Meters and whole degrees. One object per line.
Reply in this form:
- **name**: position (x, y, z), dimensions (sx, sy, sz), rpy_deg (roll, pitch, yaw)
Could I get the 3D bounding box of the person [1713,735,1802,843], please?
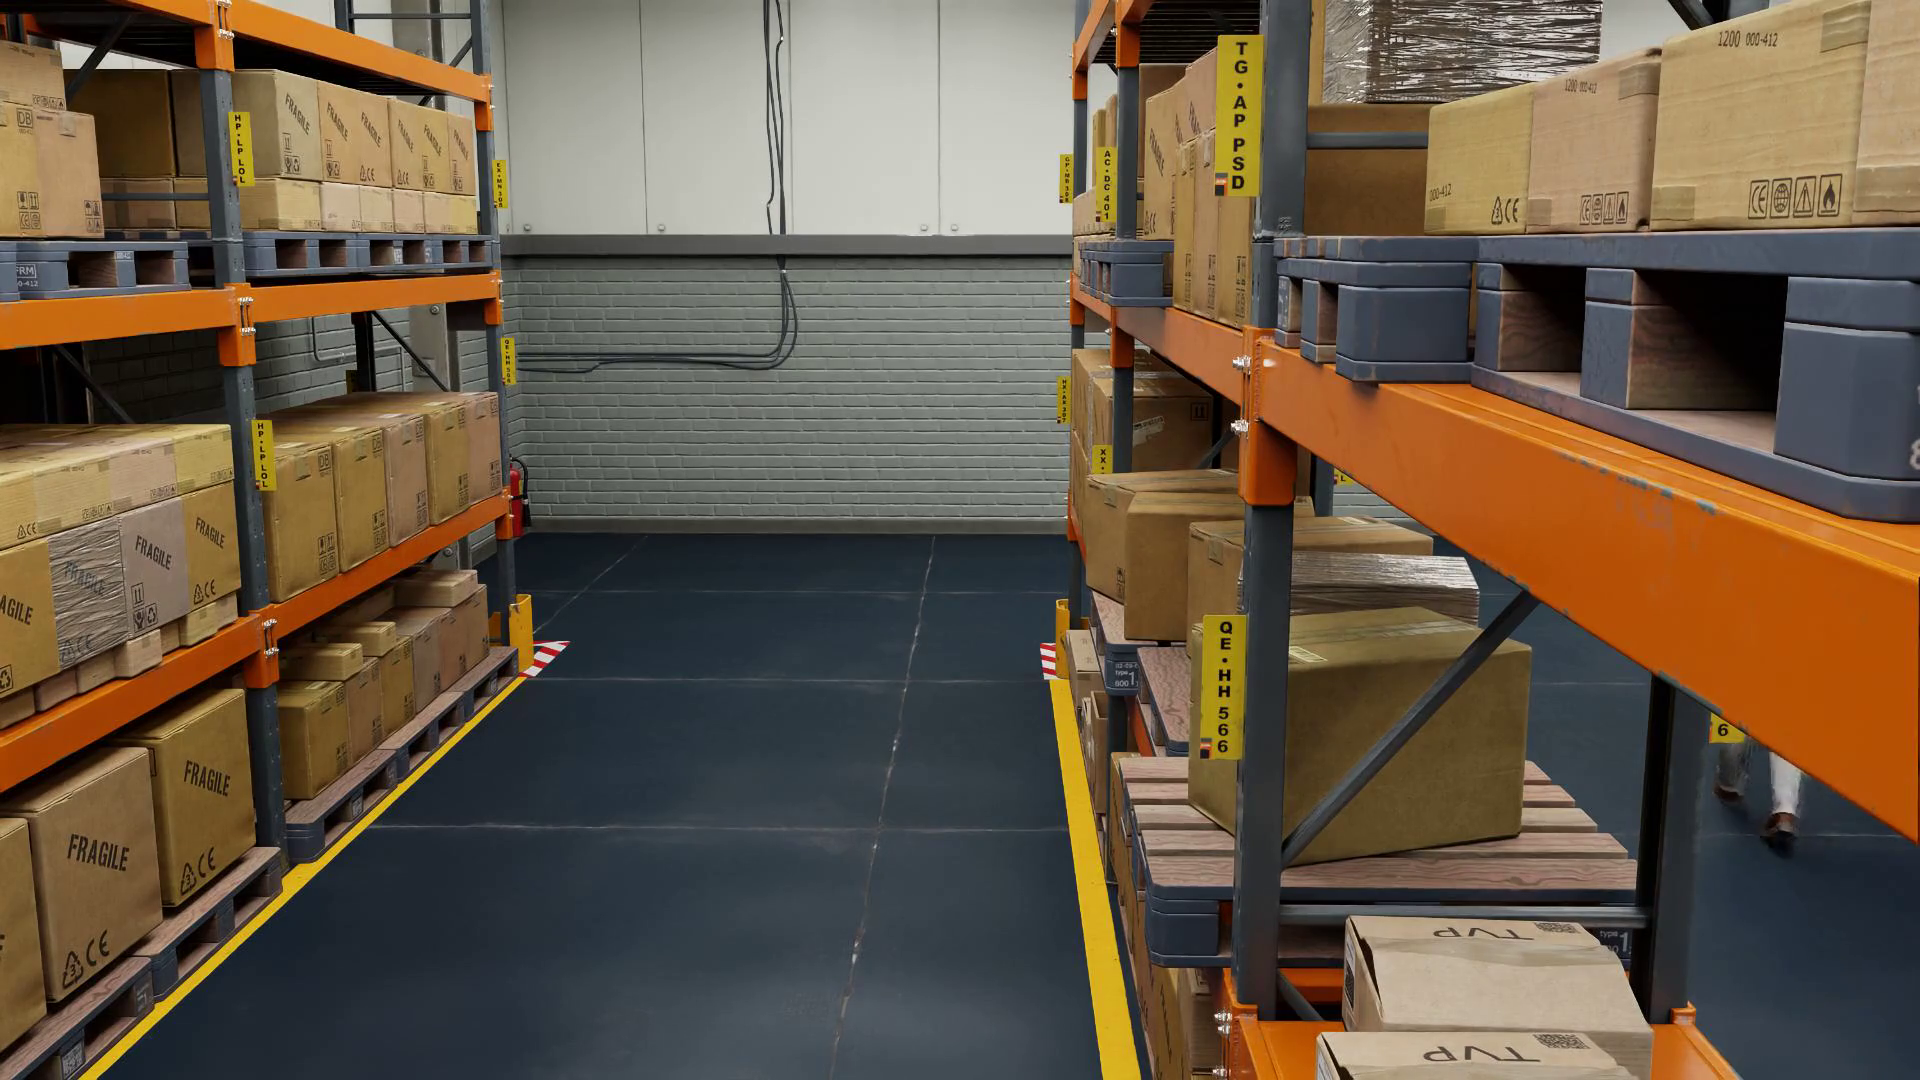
- **person**: position (4.185, 0.579, 8.607), dimensions (0.637, 1.904, 1.017), rpy_deg (2, 10, 13)
